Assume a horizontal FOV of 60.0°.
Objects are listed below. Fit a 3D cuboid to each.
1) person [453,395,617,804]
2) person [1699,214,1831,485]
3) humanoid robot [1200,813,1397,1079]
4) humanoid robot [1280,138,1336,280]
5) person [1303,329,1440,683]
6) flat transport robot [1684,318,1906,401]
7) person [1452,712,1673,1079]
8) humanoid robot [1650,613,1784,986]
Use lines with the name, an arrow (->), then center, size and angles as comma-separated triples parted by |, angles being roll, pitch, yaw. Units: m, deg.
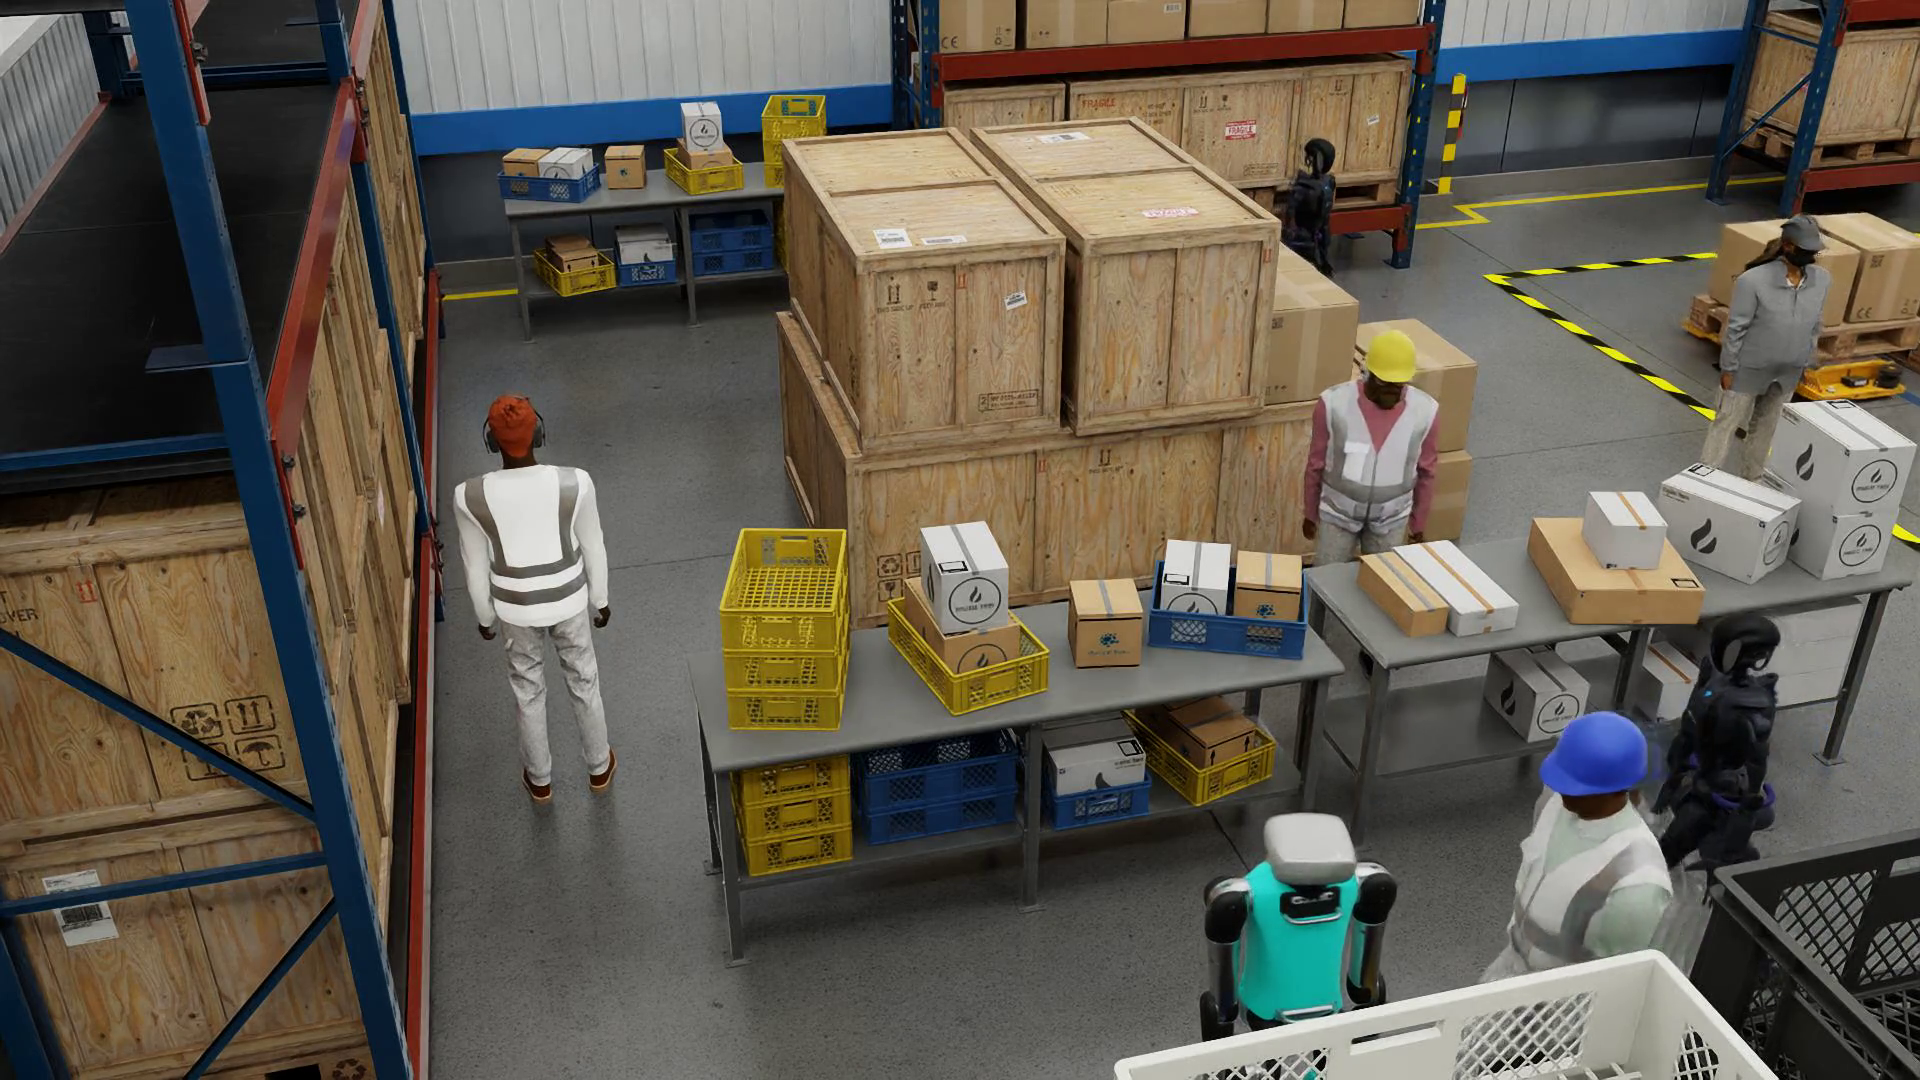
person -> -1.749, 0.267, 6.956 | 0.572, 1.886, 0.357 | -8, 30, -14
person -> 4.504, -0.977, 9.335 | 0.568, 1.768, 0.399 | -4, 29, -8
humanoid robot -> 0.967, 1.603, 4.580 | 0.532, 1.693, 0.731 | -5, 29, -9
humanoid robot -> 2.315, -1.838, 11.015 | 0.685, 1.629, 0.613 | 23, 37, 36
person -> 1.890, -0.138, 7.759 | 0.593, 1.822, 0.403 | 4, 29, 7
flat transport robot -> 5.756, -1.331, 11.503 | 0.652, 0.197, 1.431 | -7, 30, -13
person -> 1.722, 1.321, 5.026 | 0.977, 1.893, 0.618 | -5, 29, -9
humanoid robot -> 2.718, 0.977, 5.952 | 0.796, 1.627, 0.588 | -1, 29, -2
